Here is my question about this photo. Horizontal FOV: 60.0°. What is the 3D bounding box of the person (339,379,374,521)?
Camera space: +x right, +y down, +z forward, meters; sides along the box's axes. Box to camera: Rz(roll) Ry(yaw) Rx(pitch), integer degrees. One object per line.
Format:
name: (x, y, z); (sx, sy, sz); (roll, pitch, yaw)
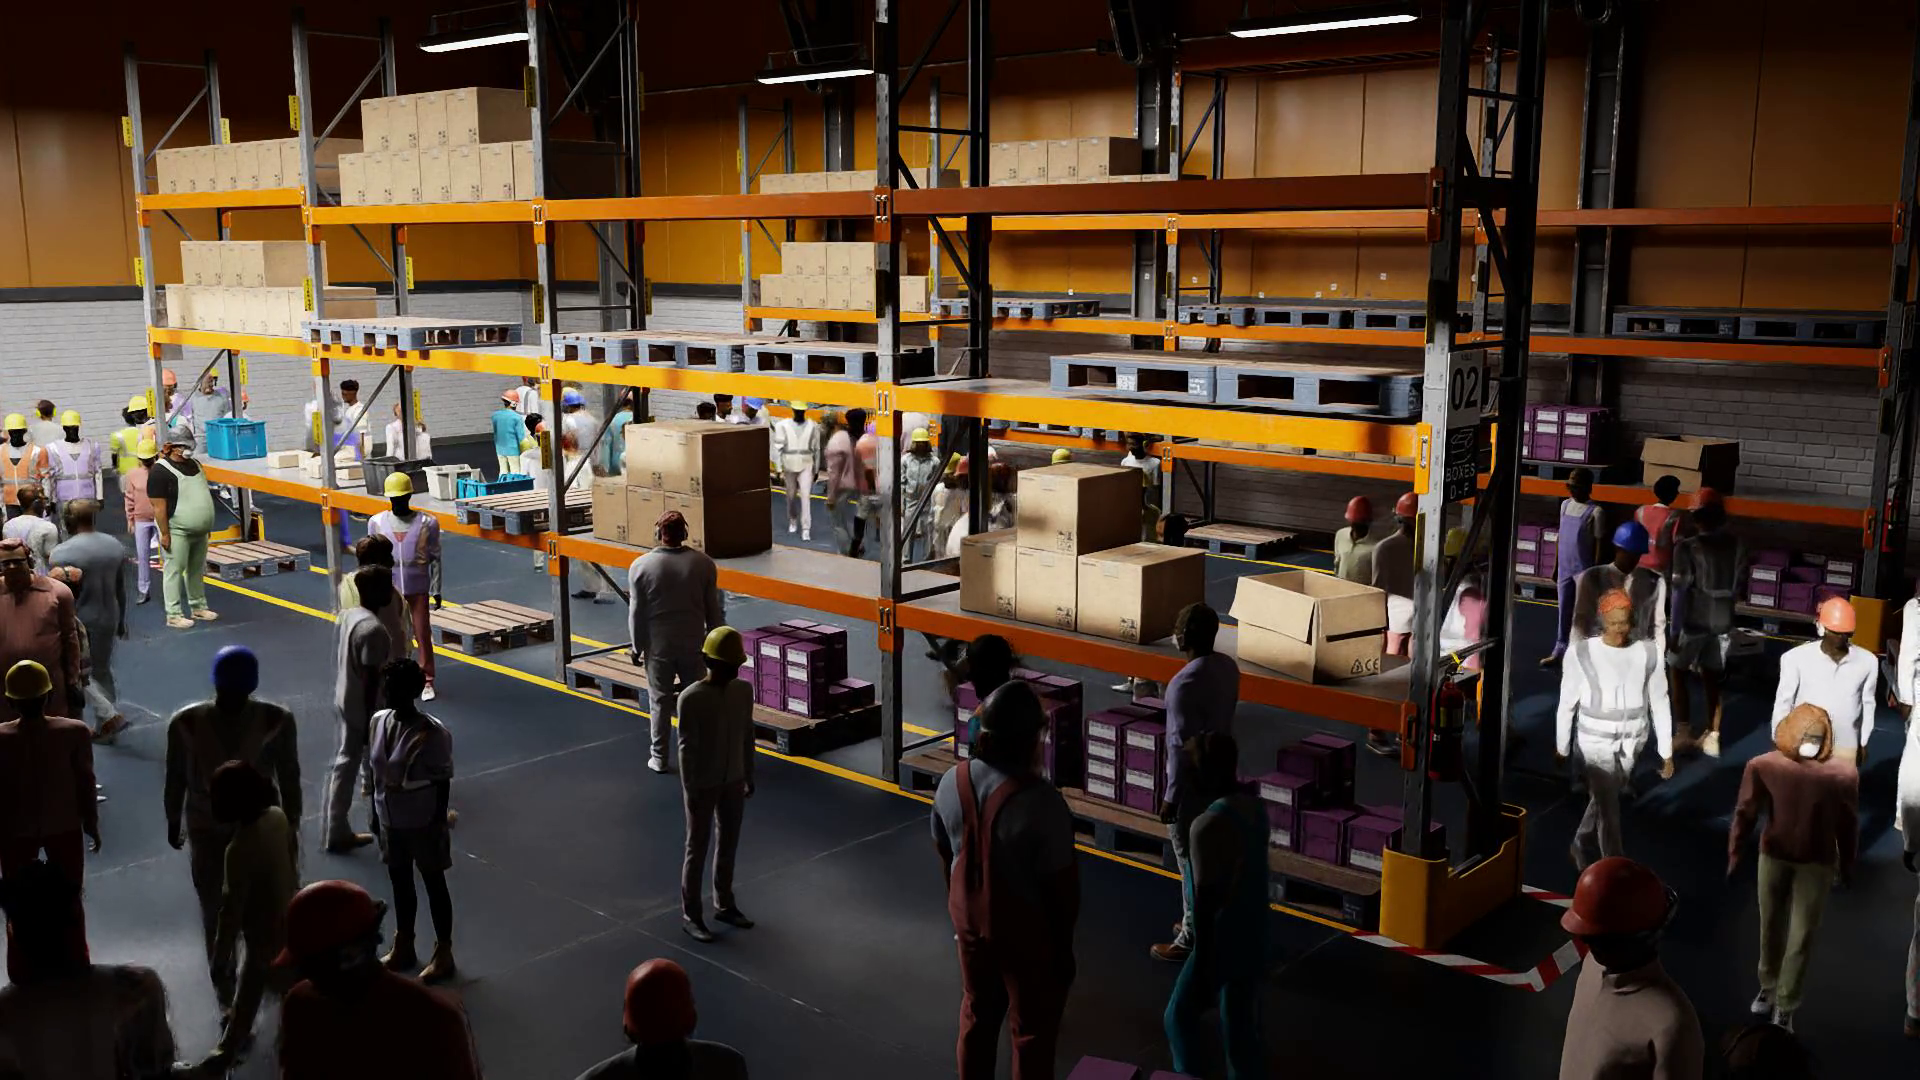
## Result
person: (-8.331, -1.247, 22.987); (0.385, 1.956, 0.603); (-6, 12, -31)

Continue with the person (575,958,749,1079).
person: (-0.861, 2.054, 4.892); (0.573, 1.749, 0.343); (-5, 11, -26)

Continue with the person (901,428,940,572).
person: (-0.454, -0.398, 18.778); (0.486, 1.746, 0.290); (-2, 10, -13)

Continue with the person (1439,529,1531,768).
person: (3.673, 0.799, 11.883); (0.849, 1.795, 0.600); (2, 10, 10)

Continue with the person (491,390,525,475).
person: (-6.414, -1.281, 23.791); (0.573, 1.738, 0.352); (5, 11, 27)

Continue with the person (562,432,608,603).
person: (-4.002, -0.236, 17.709); (0.428, 1.802, 0.723); (-5, 11, -25)

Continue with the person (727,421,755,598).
person: (-2.395, -0.324, 17.912); (0.391, 1.911, 0.582); (-1, 10, -7)

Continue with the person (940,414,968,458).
person: (0.046, -1.095, 22.009); (0.614, 1.993, 0.395); (4, 11, 21)

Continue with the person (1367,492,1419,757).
person: (3.308, 0.618, 12.362); (0.621, 1.985, 0.408); (-6, 12, -30)

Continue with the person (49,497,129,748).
person: (-6.497, 0.630, 12.449); (0.511, 1.923, 0.650); (4, 11, 19)

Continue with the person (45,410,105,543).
person: (-10.053, -0.516, 18.922); (0.587, 1.930, 0.355); (-8, 13, -37)

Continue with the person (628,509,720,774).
person: (-2.051, 0.728, 11.956); (0.654, 1.906, 0.408); (-3, 10, -16)

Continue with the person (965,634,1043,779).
person: (0.212, 1.390, 8.240); (0.488, 1.891, 0.600); (5, 11, 27)

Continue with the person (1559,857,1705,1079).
person: (1.972, 1.910, 5.047); (0.393, 1.985, 0.611); (-1, 10, -6)

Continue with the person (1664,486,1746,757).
person: (5.520, 0.611, 12.379); (0.618, 2.009, 0.530); (-2, 10, -13)

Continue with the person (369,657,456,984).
person: (-2.836, 1.430, 8.572); (0.538, 1.700, 0.317); (5, 11, 25)

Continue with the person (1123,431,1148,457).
person: (1.949, -0.449, 18.703); (0.328, 1.876, 0.513); (2, 10, 8)

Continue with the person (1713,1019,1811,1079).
person: (1.985, 2.124, 4.334); (0.654, 1.814, 0.567); (-2, 10, -10)

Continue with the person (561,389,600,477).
person: (-4.888, -0.988, 21.579); (0.576, 1.932, 0.652); (6, 12, 31)

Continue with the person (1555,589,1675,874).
person: (3.776, 1.175, 9.655); (0.593, 1.834, 1.032); (-1, 10, -4)

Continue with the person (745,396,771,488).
person: (-2.973, -1.378, 24.339); (0.361, 1.740, 0.570); (3, 10, 16)

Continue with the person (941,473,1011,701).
person: (0.141, 0.432, 13.250); (0.827, 2.000, 0.691); (8, 13, 38)

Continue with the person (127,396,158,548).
person: (-10.187, -0.853, 20.882); (0.394, 1.913, 0.591); (-5, 11, -26)

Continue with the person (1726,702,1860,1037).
person: (3.984, 1.568, 7.982); (0.535, 1.614, 0.614); (7, 12, 36)

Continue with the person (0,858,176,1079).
person: (-2.686, 1.927, 5.068); (0.656, 1.941, 0.544); (-8, 13, -38)

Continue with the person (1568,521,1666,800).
person: (4.486, 0.818, 11.371); (0.620, 1.931, 0.419); (2, 10, 11)

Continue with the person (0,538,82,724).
person: (-6.085, 0.926, 10.835); (0.651, 1.907, 0.409); (-6, 11, -29)

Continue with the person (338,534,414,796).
person: (-3.944, 0.868, 11.345); (0.622, 1.845, 0.429); (9, 13, 40)

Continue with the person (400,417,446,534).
person: (-7.168, -0.879, 21.940); (0.793, 1.591, 0.493); (8, 13, 39)

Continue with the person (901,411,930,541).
person: (-0.651, -0.920, 21.188); (0.635, 1.935, 0.349); (-10, 14, -43)

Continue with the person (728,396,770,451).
person: (-2.802, -0.993, 21.689); (0.645, 1.906, 0.683); (-3, 11, -19)

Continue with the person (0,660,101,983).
person: (-4.553, 1.453, 8.249); (0.523, 1.769, 0.322); (-7, 12, -33)

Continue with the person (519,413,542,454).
person: (-5.338, -0.757, 20.946); (0.318, 1.696, 0.537); (2, 10, 11)

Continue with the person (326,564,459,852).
person: (-3.622, 1.040, 10.477); (0.893, 1.805, 0.525); (-9, 13, -42)

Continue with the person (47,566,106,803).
person: (-6.039, 0.986, 11.278); (0.313, 1.634, 0.514); (-7, 12, -34)

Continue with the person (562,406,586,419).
person: (-5.679, -1.362, 24.528); (0.516, 1.640, 0.311); (7, 12, 34)

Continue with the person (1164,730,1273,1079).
person: (1.058, 1.682, 6.844); (0.546, 1.803, 0.586); (-10, 14, -44)

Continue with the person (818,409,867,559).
person: (-1.404, -0.562, 19.243); (0.472, 1.910, 0.663); (1, 10, 3)
